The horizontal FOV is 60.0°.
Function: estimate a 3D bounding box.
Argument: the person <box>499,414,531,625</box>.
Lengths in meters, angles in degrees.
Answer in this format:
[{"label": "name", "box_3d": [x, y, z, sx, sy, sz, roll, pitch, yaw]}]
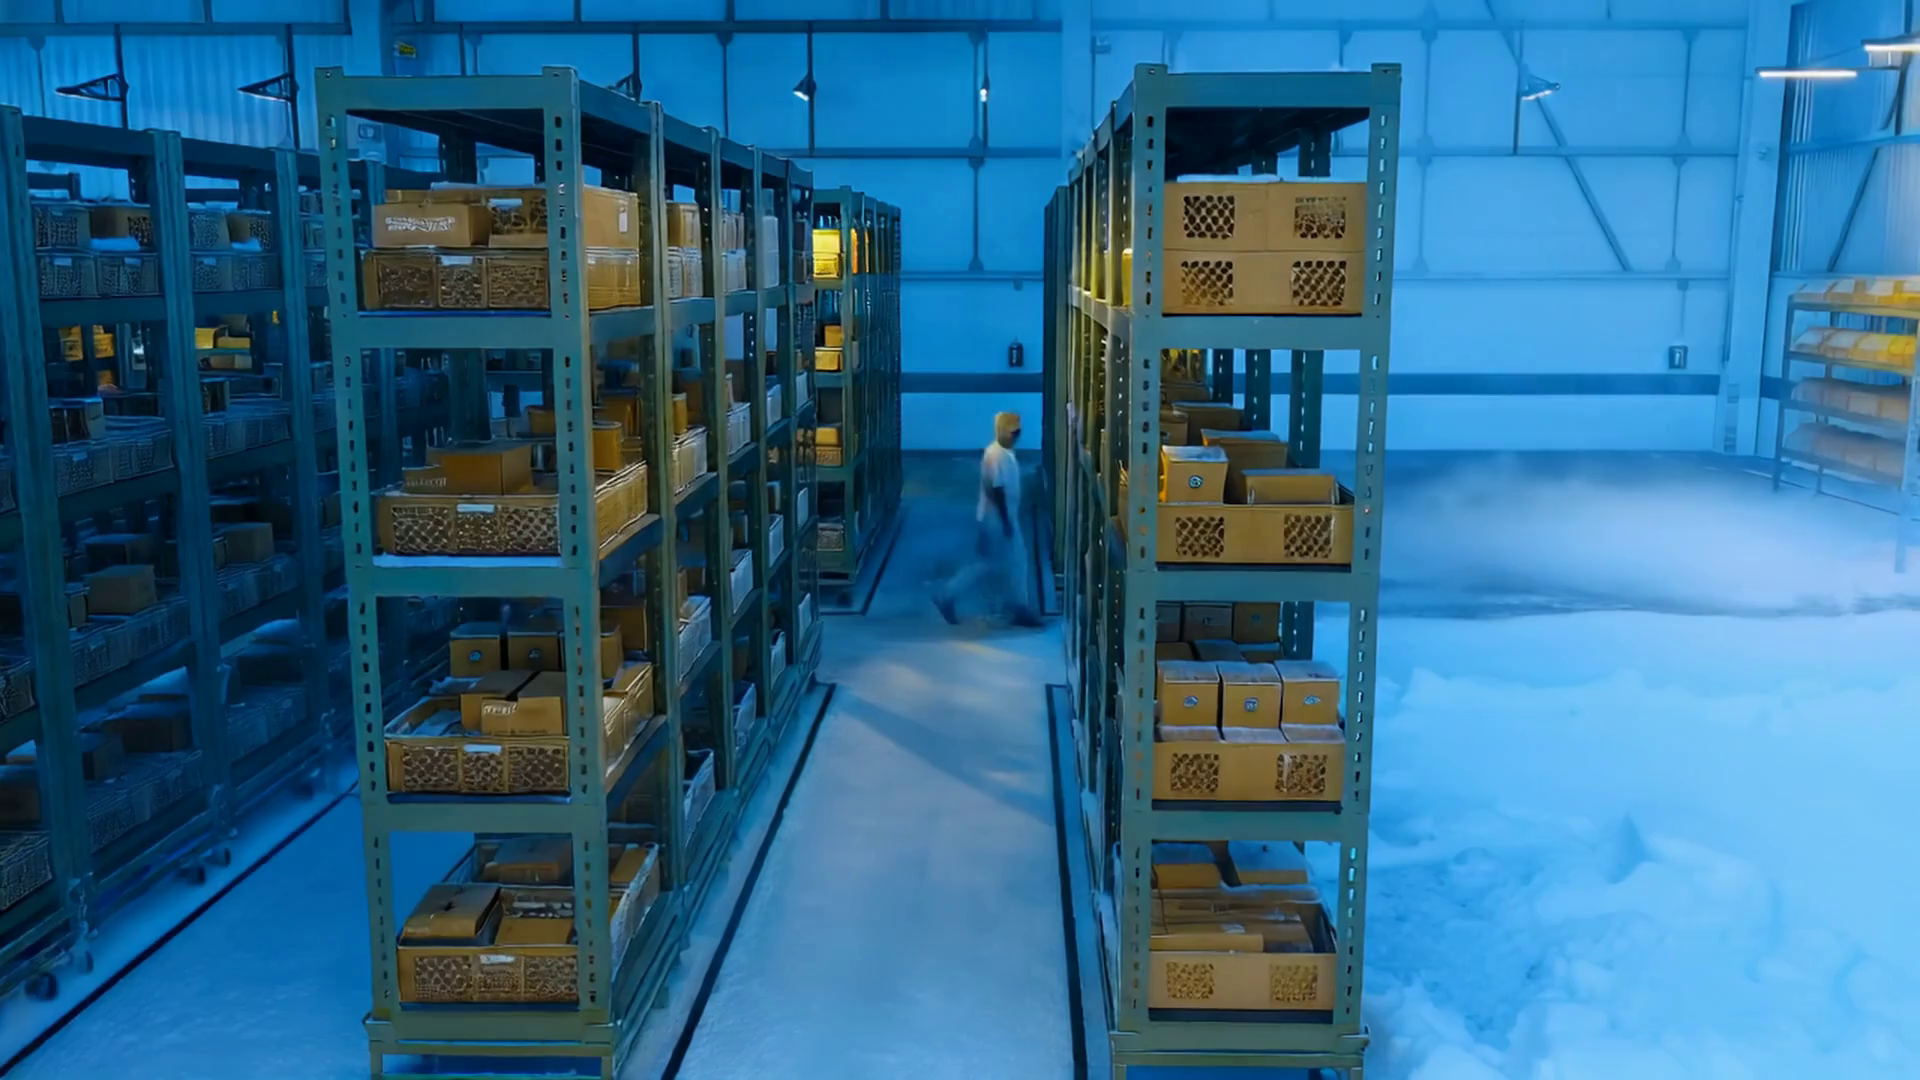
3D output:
[{"label": "person", "box_3d": [-3.053, 0.041, 11.936, 0.978, 1.945, 0.615, 8, 12, 38]}]

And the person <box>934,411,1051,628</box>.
[{"label": "person", "box_3d": [0.258, -0.170, 13.599, 0.906, 1.805, 0.556, 3, 10, 19]}]
